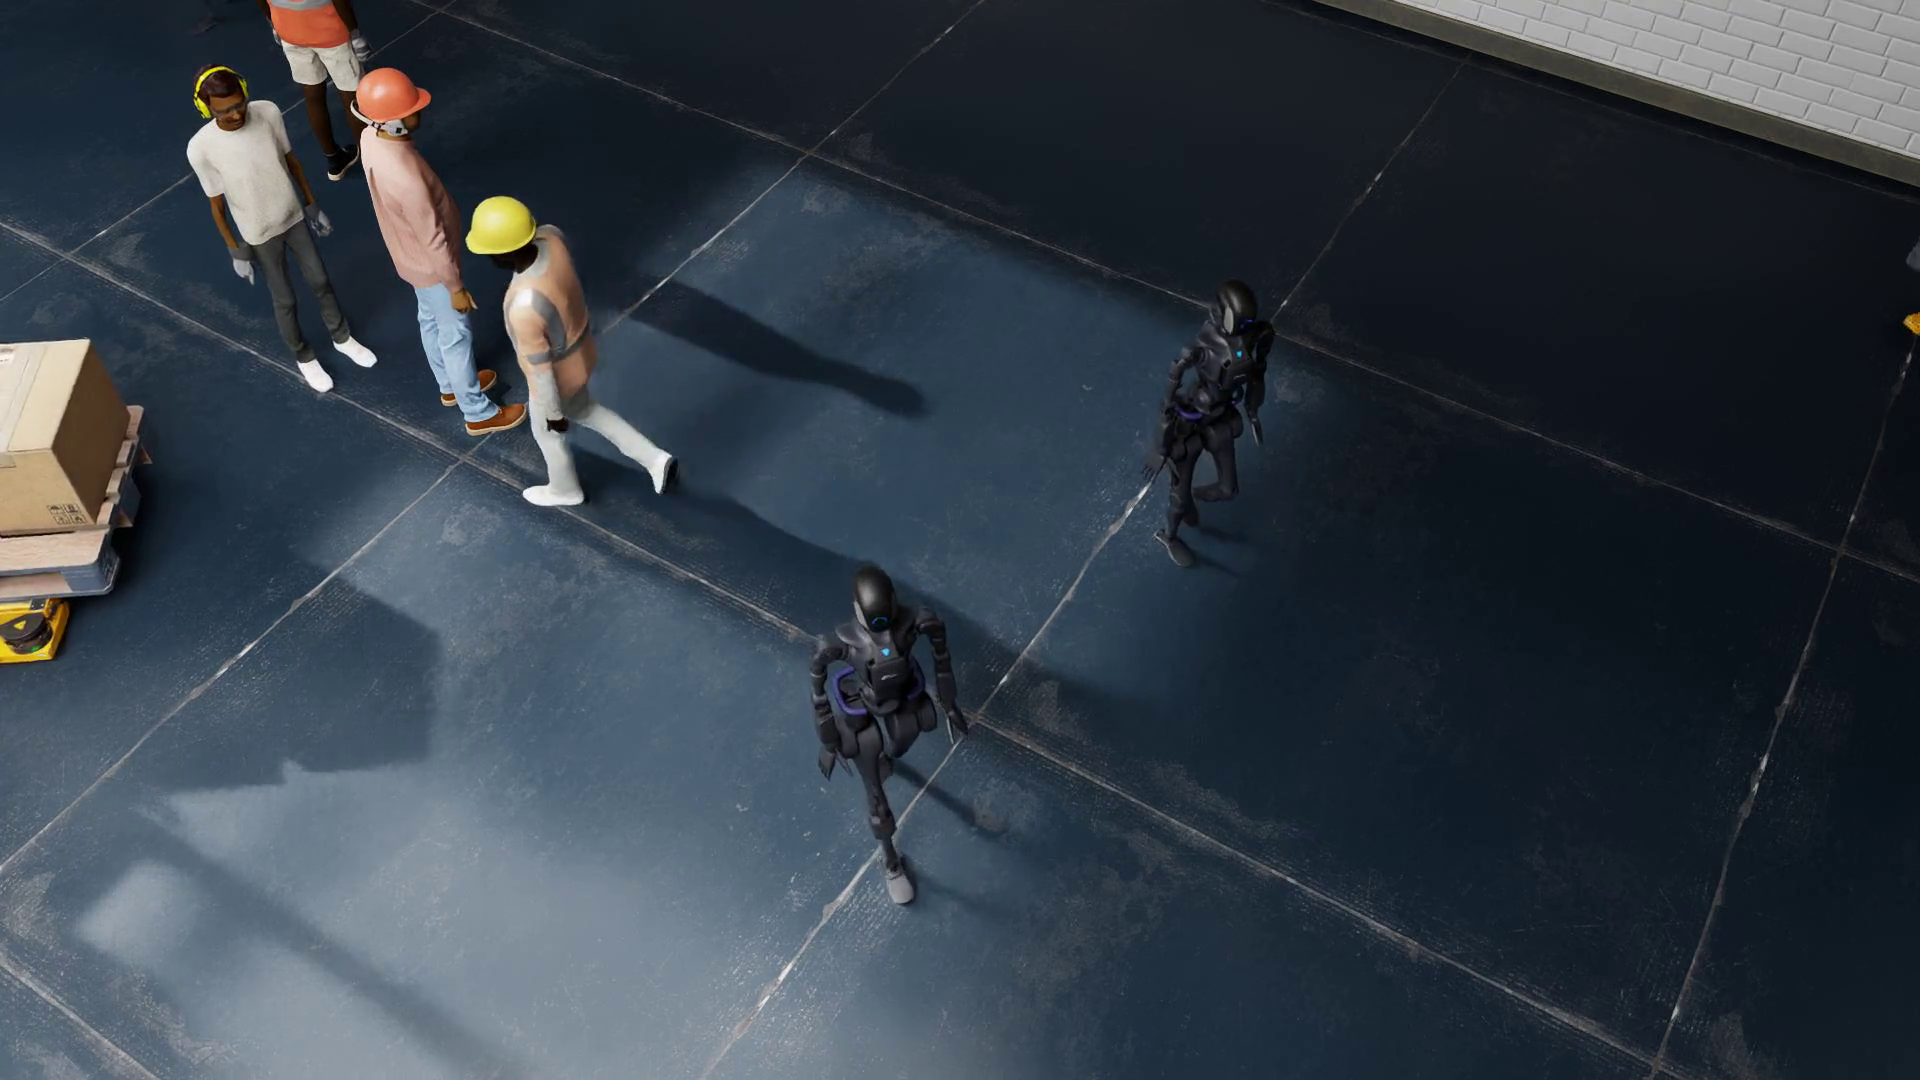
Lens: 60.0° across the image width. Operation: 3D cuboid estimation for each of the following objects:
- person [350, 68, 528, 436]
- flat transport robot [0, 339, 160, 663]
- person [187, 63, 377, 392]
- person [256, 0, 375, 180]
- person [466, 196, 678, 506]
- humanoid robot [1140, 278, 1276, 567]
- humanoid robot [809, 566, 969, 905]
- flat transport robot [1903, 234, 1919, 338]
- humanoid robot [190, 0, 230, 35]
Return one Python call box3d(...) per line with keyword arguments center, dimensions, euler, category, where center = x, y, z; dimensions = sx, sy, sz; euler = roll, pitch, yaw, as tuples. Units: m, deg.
box3d(center=(-2.483, -1.333, 7.836), dimensions=(0.375, 1.995, 0.608), euler=(-28, 55, -22), category="person")
box3d(center=(-4.448, -0.022, 7.834), dimensions=(0.659, 0.231, 1.431), euler=(-4, 49, -4), category="flat transport robot")
box3d(center=(-3.316, -1.507, 8.083), dimensions=(0.342, 1.856, 0.523), euler=(31, 56, 24), category="person")
box3d(center=(-3.554, -2.834, 9.172), dimensions=(0.603, 1.958, 0.375), euler=(13, 50, 11), category="person")
box3d(center=(-1.749, -0.781, 7.416), dimensions=(0.711, 1.895, 0.607), euler=(8, 49, 7), category="person")
box3d(center=(1.049, -0.541, 7.351), dimensions=(0.609, 1.637, 0.427), euler=(-23, 53, -19), category="humanoid robot")
box3d(center=(-0.282, 0.646, 6.359), dimensions=(0.601, 1.647, 0.782), euler=(-17, 51, -14), category="humanoid robot")
box3d(center=(5.841, -1.178, 8.845), dimensions=(1.431, 0.231, 0.659), euler=(-17, 51, -14), category="flat transport robot")
box3d(center=(-4.872, -3.989, 10.377), dimensions=(0.464, 1.648, 0.590), euler=(-25, 54, -21), category="humanoid robot")
